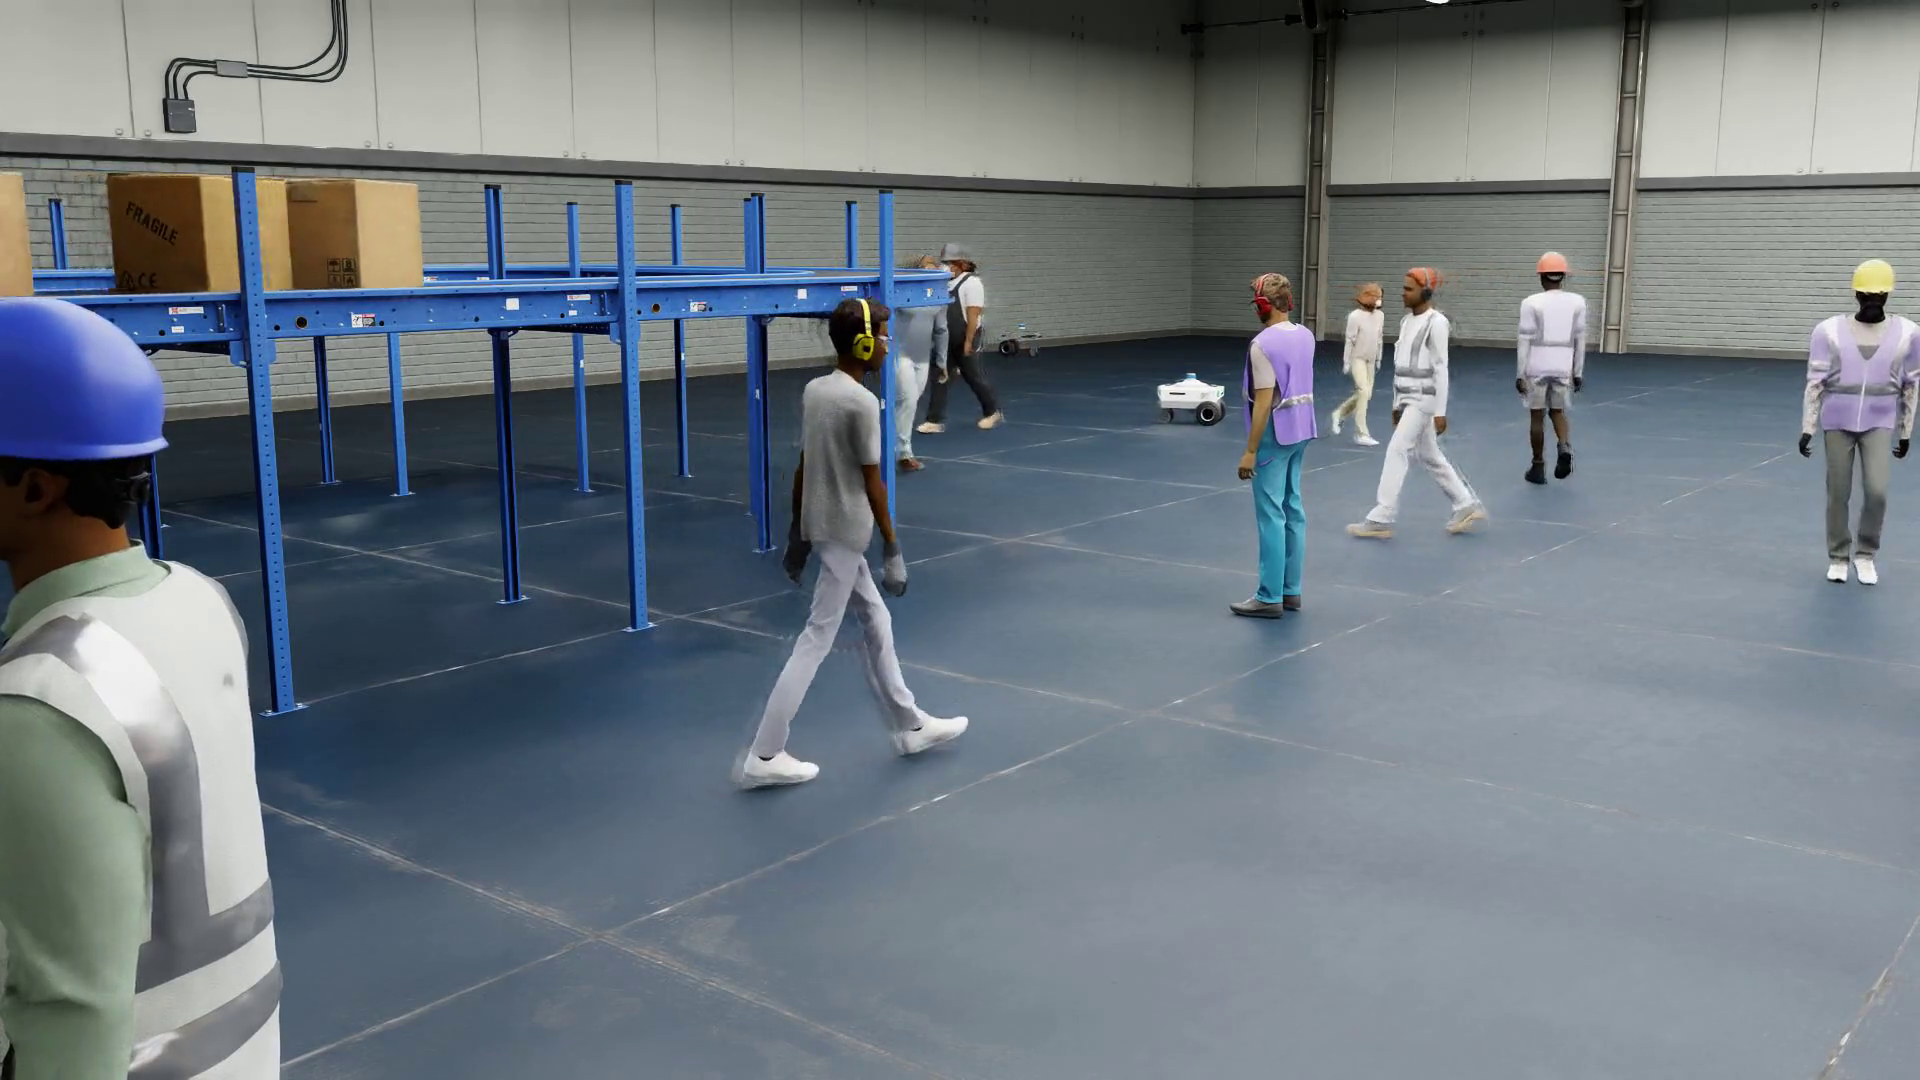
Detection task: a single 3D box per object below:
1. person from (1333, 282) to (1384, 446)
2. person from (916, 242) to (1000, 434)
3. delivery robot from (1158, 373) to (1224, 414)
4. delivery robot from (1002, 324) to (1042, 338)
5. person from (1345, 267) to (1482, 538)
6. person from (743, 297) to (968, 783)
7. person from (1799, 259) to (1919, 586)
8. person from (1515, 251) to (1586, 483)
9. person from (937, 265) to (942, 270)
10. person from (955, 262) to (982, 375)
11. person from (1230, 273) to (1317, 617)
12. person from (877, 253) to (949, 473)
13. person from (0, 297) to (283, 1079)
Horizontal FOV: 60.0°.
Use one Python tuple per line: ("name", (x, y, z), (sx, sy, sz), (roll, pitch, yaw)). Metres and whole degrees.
("person", (3.975, -1.777, 16.660), (0.536, 1.606, 0.671), (-7, 13, -35))
("person", (0.009, -2.147, 17.610), (0.977, 2.000, 0.678), (-10, 14, -43))
("delivery robot", (2.565, -1.609, 18.490), (0.707, 0.478, 0.477), (3, 11, 17))
("delivery robot", (1.092, -3.695, 29.330), (0.698, 0.223, 0.335), (3, 11, 14))
("person", (3.178, -0.943, 11.391), (0.972, 1.845, 0.582), (-1, 10, -5))
("person", (-0.411, -0.003, 6.277), (1.000, 1.804, 0.532), (-5, 11, -27))
("person", (5.269, -0.678, 9.751), (0.601, 1.902, 0.548), (5, 11, 26))
("person", (4.890, -1.417, 13.775), (0.564, 1.922, 0.535), (0, 10, -2))
("person", (-0.110, -4.033, 28.320), (0.654, 1.904, 0.406), (-3, 11, -16))
("person", (0.102, -3.306, 24.882), (0.319, 1.692, 0.533), (-7, 12, -34))
("person", (1.712, -0.508, 8.975), (0.388, 1.837, 0.563), (8, 13, 38))
("person", (-0.391, -1.546, 14.558), (0.663, 1.897, 0.725), (-8, 13, -38))
("person", (-1.041, 0.681, 2.077), (0.383, 1.951, 0.605), (-2, 10, -11))
